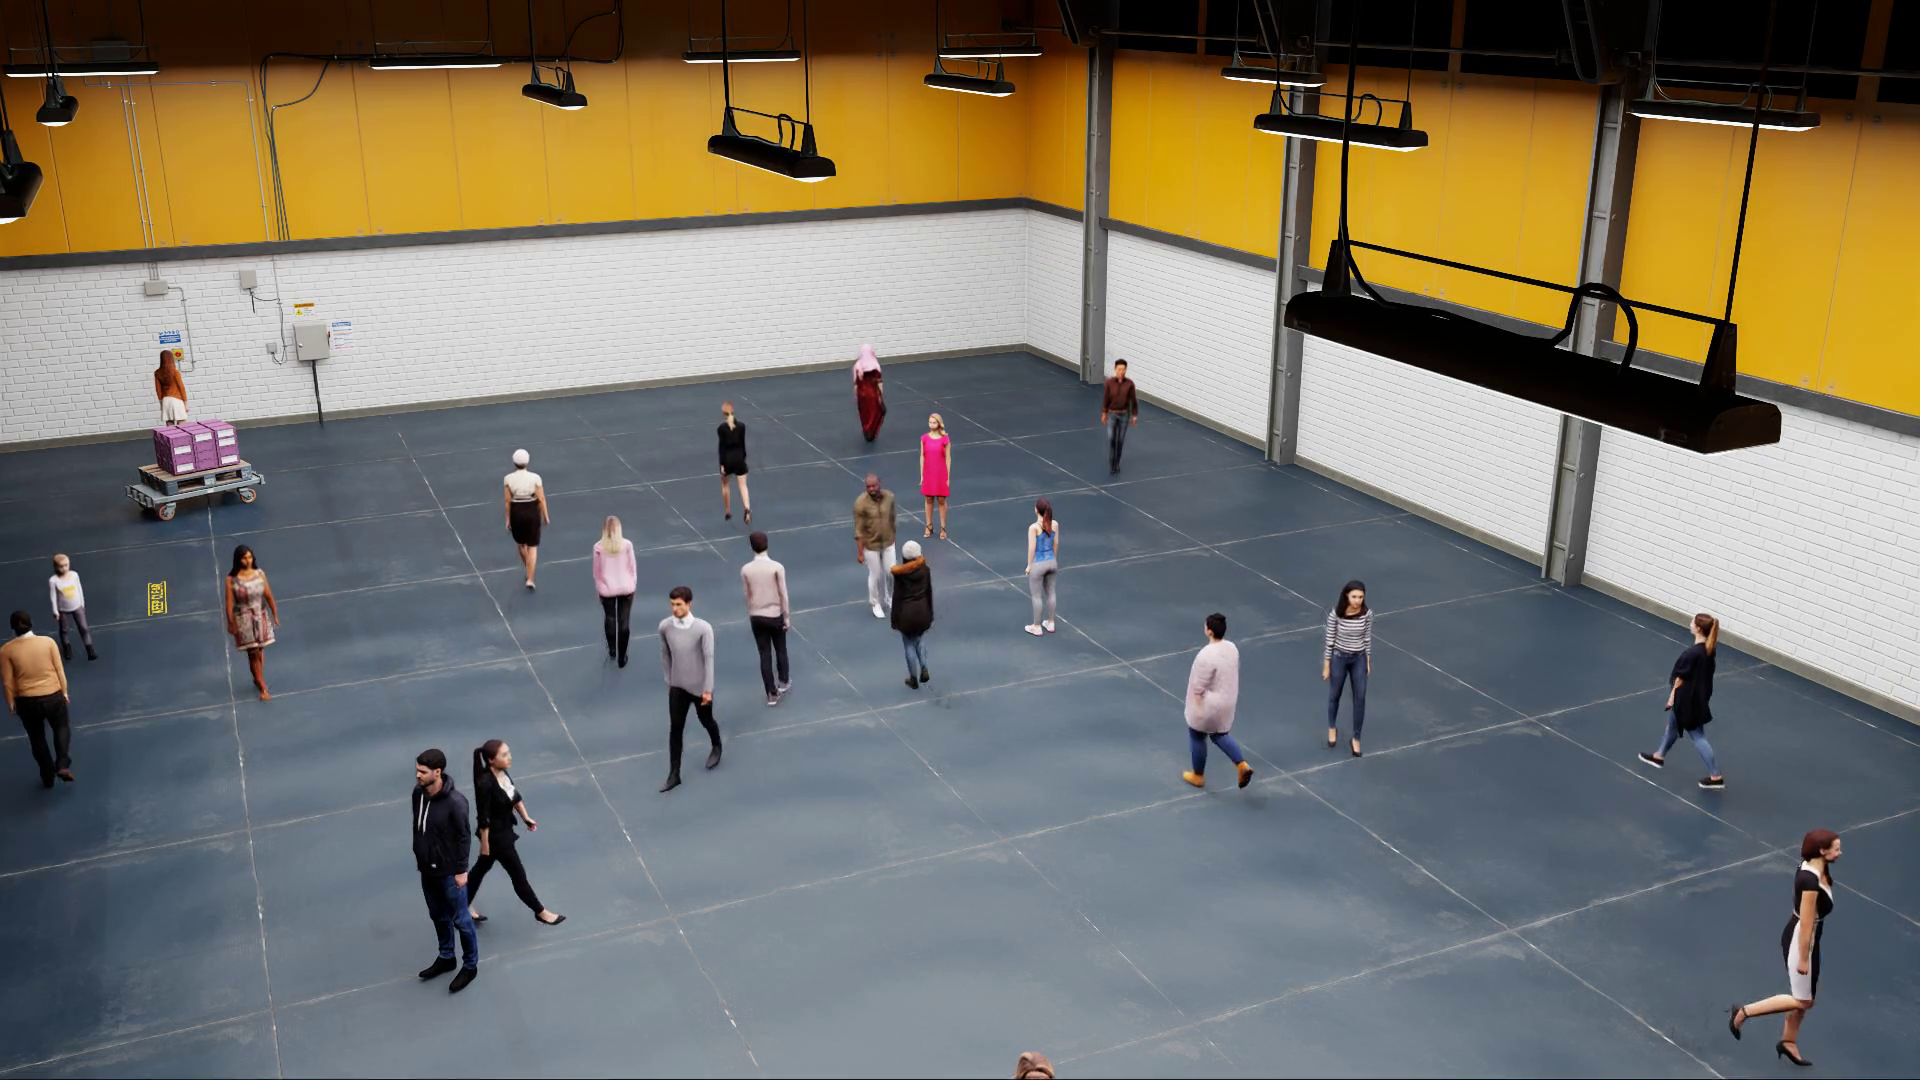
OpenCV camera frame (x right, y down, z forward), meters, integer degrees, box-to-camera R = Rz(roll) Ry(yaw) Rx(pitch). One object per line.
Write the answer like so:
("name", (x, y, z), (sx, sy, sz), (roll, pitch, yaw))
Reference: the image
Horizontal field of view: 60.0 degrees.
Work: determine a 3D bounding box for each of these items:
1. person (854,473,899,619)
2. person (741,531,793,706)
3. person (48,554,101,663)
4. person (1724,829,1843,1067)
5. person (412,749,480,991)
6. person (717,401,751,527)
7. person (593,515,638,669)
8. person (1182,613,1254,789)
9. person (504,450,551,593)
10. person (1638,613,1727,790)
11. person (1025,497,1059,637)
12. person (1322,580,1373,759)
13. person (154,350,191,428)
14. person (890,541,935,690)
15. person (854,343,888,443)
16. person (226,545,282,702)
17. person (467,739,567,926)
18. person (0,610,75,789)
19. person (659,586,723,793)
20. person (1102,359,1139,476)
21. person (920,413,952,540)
("person", (-0.951, 0.053, 19.353), (0.740, 1.790, 0.617), (-14, 23, -35))
("person", (-2.006, 0.835, 17.057), (0.862, 1.773, 0.970), (3, 19, 8))
("person", (-9.760, 0.736, 18.183), (0.680, 1.242, 0.935), (-17, 25, -42))
("person", (5.630, 2.772, 11.293), (0.944, 1.782, 0.856), (9, 21, 26))
("person", (-3.796, 2.389, 12.254), (0.719, 1.895, 0.821), (11, 21, 28))
("person", (-3.046, -0.993, 22.543), (0.590, 1.737, 1.083), (-8, 20, -22))
("person", (-3.723, 0.577, 17.987), (0.730, 1.669, 0.830), (-1, 19, -4))
("person", (2.369, 1.502, 15.155), (0.811, 1.723, 1.012), (-15, 23, -37))
("person", (-5.288, -0.202, 20.222), (0.886, 1.719, 1.120), (-1, 19, -4))
("person", (6.796, 1.508, 15.263), (0.770, 1.644, 1.165), (-13, 23, -34))
("person", (0.942, 0.292, 18.928), (0.584, 1.610, 0.565), (-11, 22, -30))
("person", (3.712, 1.189, 16.014), (0.775, 1.770, 0.867), (1, 19, 3))
("person", (-12.241, -2.104, 25.865), (0.717, 1.723, 0.734), (2, 19, 5))
("person", (-0.451, 0.808, 17.369), (0.654, 1.626, 0.651), (-10, 21, -27))
("person", (-1.474, -2.333, 26.683), (0.908, 1.633, 0.969), (6, 20, 18))
("person", (-7.426, 0.818, 17.345), (0.804, 1.623, 0.945), (-18, 25, -42))
("person", (-3.688, 2.315, 12.934), (0.980, 1.600, 1.129), (0, 19, 1))
("person", (-8.398, 1.481, 15.178), (0.697, 1.748, 0.800), (-10, 21, -28))
("person", (-2.443, 1.318, 15.454), (1.219, 1.881, 1.332), (5, 19, 15))
("person", (2.396, -1.886, 25.170), (0.943, 1.752, 1.076), (1, 19, 3))
("person", (-0.317, -0.864, 22.174), (0.662, 1.728, 0.712), (5, 19, 14))
